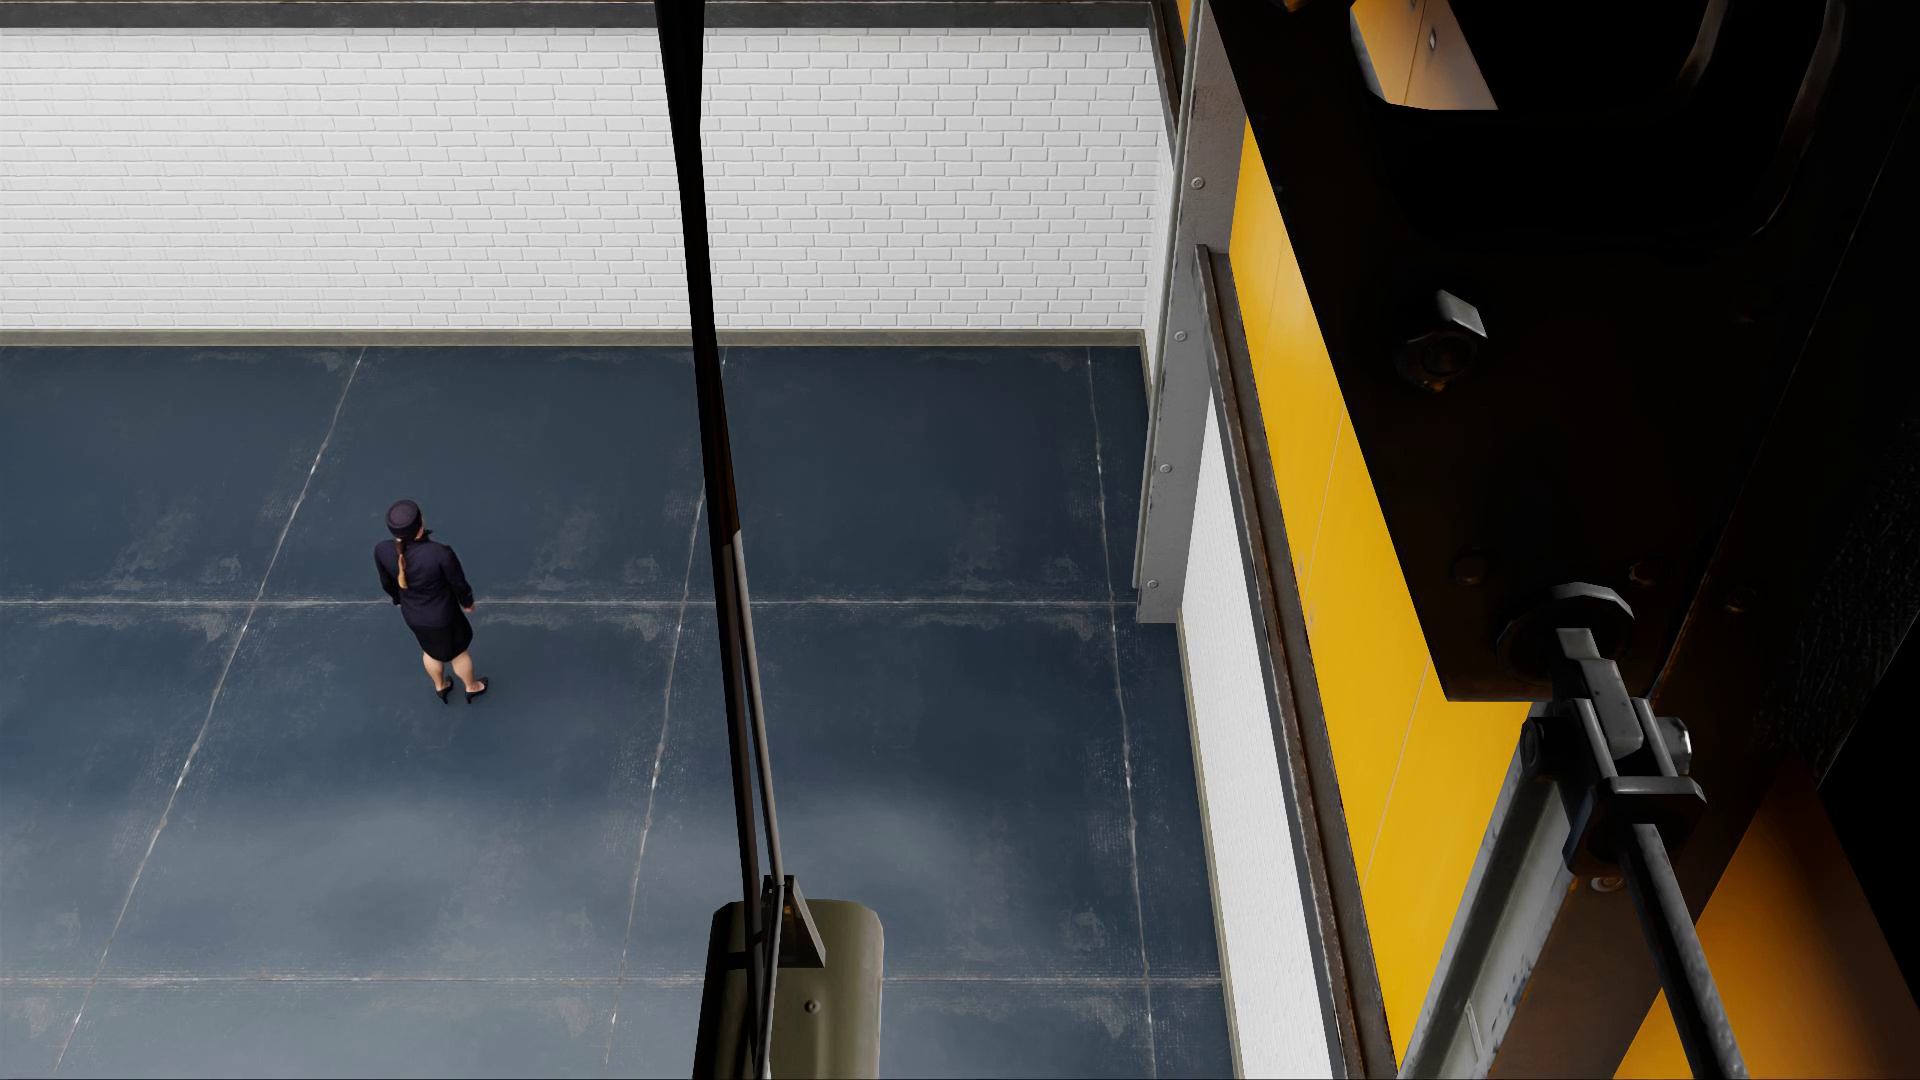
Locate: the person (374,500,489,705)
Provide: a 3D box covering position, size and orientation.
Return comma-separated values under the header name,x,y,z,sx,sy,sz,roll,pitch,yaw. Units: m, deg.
name,x,y,z,sx,sy,sz,roll,pitch,yaw
person,-3.320,0.424,10.457,0.709,1.671,0.641,4,44,4
